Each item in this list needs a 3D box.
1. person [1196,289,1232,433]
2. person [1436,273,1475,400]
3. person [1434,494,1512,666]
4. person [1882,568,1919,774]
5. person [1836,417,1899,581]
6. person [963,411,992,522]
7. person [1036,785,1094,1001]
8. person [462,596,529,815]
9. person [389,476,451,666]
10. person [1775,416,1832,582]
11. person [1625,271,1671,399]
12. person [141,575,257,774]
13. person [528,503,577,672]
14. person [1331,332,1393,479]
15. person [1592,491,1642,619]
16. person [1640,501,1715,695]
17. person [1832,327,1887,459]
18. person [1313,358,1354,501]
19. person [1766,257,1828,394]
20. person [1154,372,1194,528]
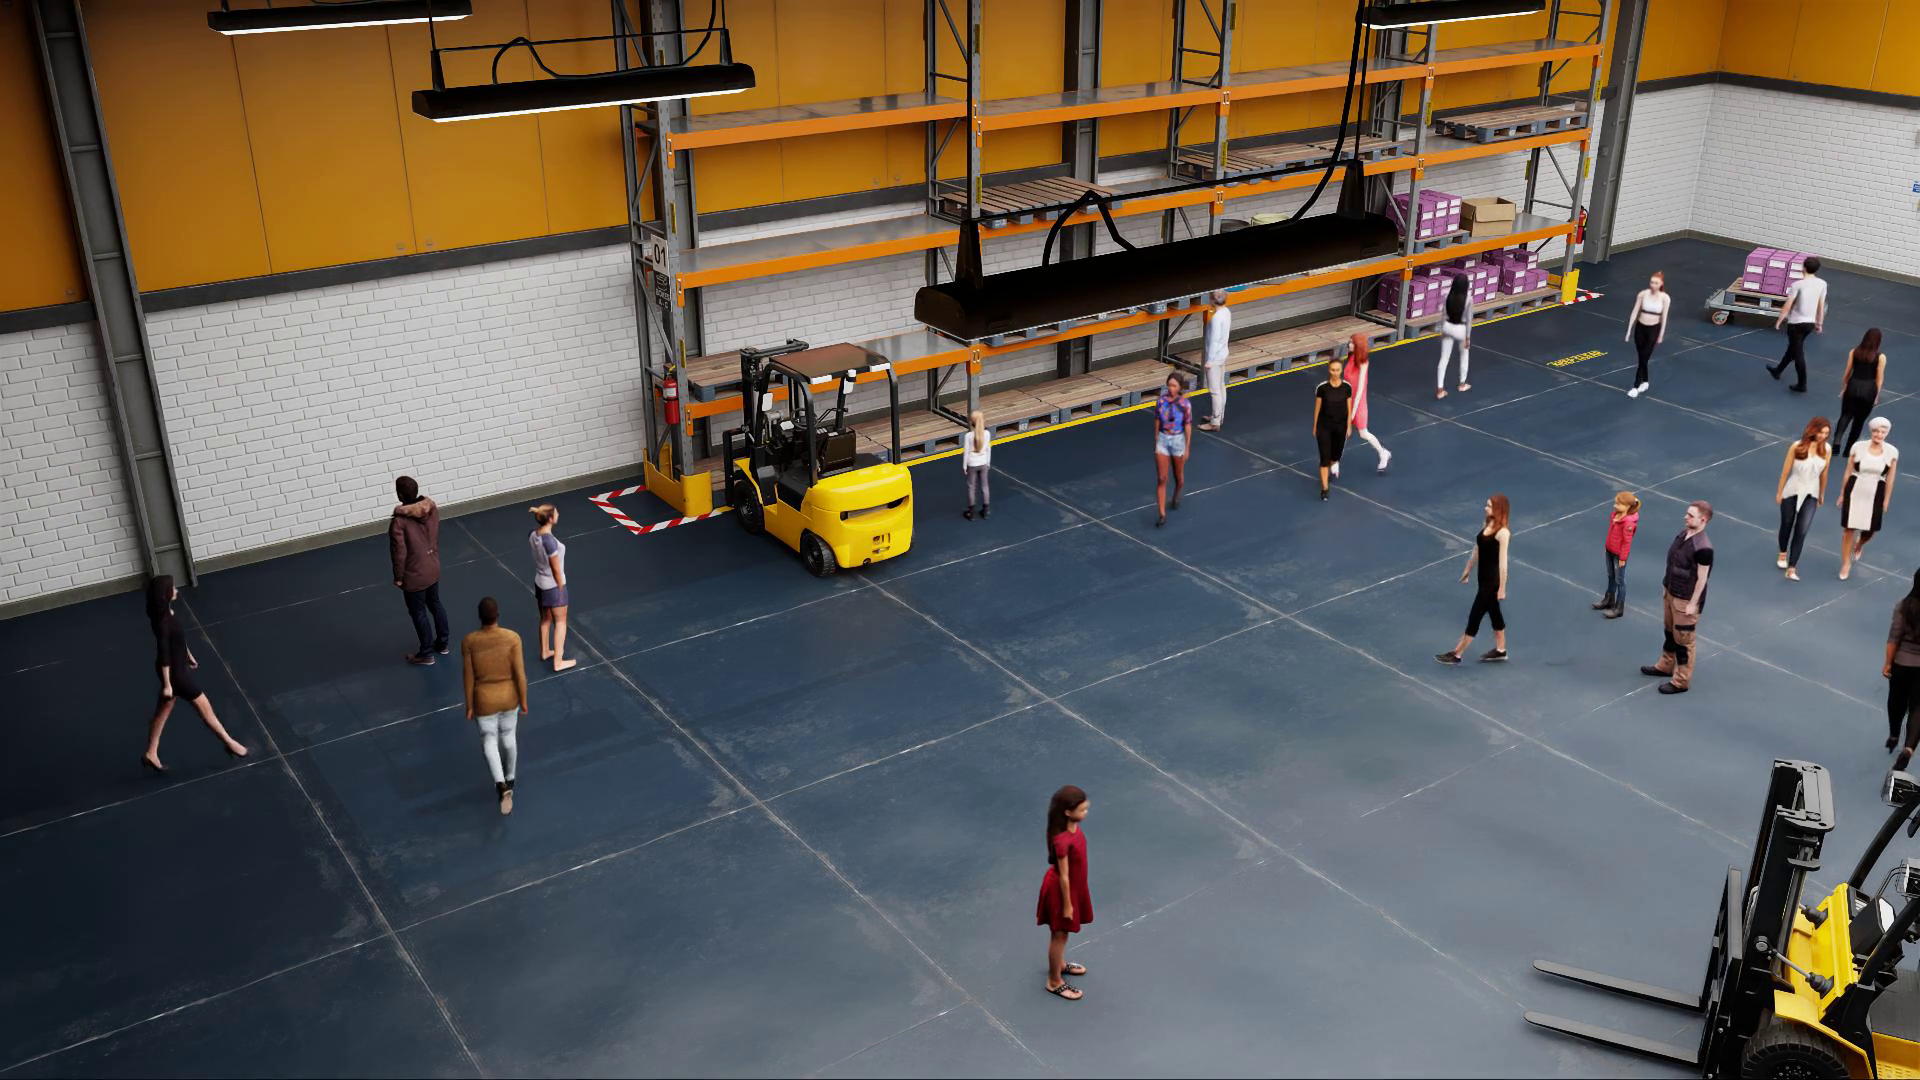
[{"bbox_3d":[3.316,-2.350,21.472,0.812,1.888,0.701,10,25,21],"label":"person"},{"bbox_3d":[6.697,-2.751,22.625,0.784,1.698,1.012,18,29,35],"label":"person"},{"bbox_3d":[5.015,0.384,15.453,1.091,1.700,0.917,-2,24,-5],"label":"person"},{"bbox_3d":[7.836,1.108,13.663,0.906,1.806,1.201,16,28,32],"label":"person"},{"bbox_3d":[9.417,-0.460,17.329,0.823,1.742,0.941,13,27,27],"label":"person"},{"bbox_3d":[0.191,-0.843,18.787,0.491,1.277,0.588,-8,25,-18],"label":"person"},{"bbox_3d":[0.699,2.333,11.172,0.740,1.556,0.680,4,24,8],"label":"person"},{"bbox_3d":[-3.678,1.318,13.187,1.048,1.802,0.900,-7,25,-15],"label":"person"},{"bbox_3d":[-5.051,0.269,15.529,0.936,1.848,0.828,9,25,21],"label":"person"},{"bbox_3d":[8.759,-0.489,17.392,1.015,1.746,1.098,6,24,13],"label":"person"},{"bbox_3d":[9.438,-2.831,22.793,0.764,1.710,1.097,19,30,36],"label":"person"},{"bbox_3d":[-6.525,1.154,13.630,1.151,1.749,0.765,-10,26,-22],"label":"person"},{"bbox_3d":[-3.816,0.421,15.467,0.540,1.620,0.576,-19,30,-36],"label":"person"},{"bbox_3d":[4.791,-1.574,19.816,1.216,1.791,0.852,-7,25,-15],"label":"person"},{"bbox_3d":[6.554,0.124,16.527,0.597,1.314,0.577,-3,24,-8],"label":"person"},{"bbox_3d":[6.570,0.491,15.031,0.796,1.841,0.781,0,24,0],"label":"person"},{"bbox_3d":[11.022,-1.771,20.410,0.684,1.677,0.892,21,31,39],"label":"person"},{"bbox_3d":[4.351,-1.343,19.467,1.011,1.648,1.031,2,24,5],"label":"person"},{"bbox_3d":[11.598,-2.909,22.832,1.204,1.821,1.059,-5,24,-11],"label":"person"},{"bbox_3d":[2.400,-1.053,18.731,1.040,1.706,1.176,7,24,15],"label":"person"}]
